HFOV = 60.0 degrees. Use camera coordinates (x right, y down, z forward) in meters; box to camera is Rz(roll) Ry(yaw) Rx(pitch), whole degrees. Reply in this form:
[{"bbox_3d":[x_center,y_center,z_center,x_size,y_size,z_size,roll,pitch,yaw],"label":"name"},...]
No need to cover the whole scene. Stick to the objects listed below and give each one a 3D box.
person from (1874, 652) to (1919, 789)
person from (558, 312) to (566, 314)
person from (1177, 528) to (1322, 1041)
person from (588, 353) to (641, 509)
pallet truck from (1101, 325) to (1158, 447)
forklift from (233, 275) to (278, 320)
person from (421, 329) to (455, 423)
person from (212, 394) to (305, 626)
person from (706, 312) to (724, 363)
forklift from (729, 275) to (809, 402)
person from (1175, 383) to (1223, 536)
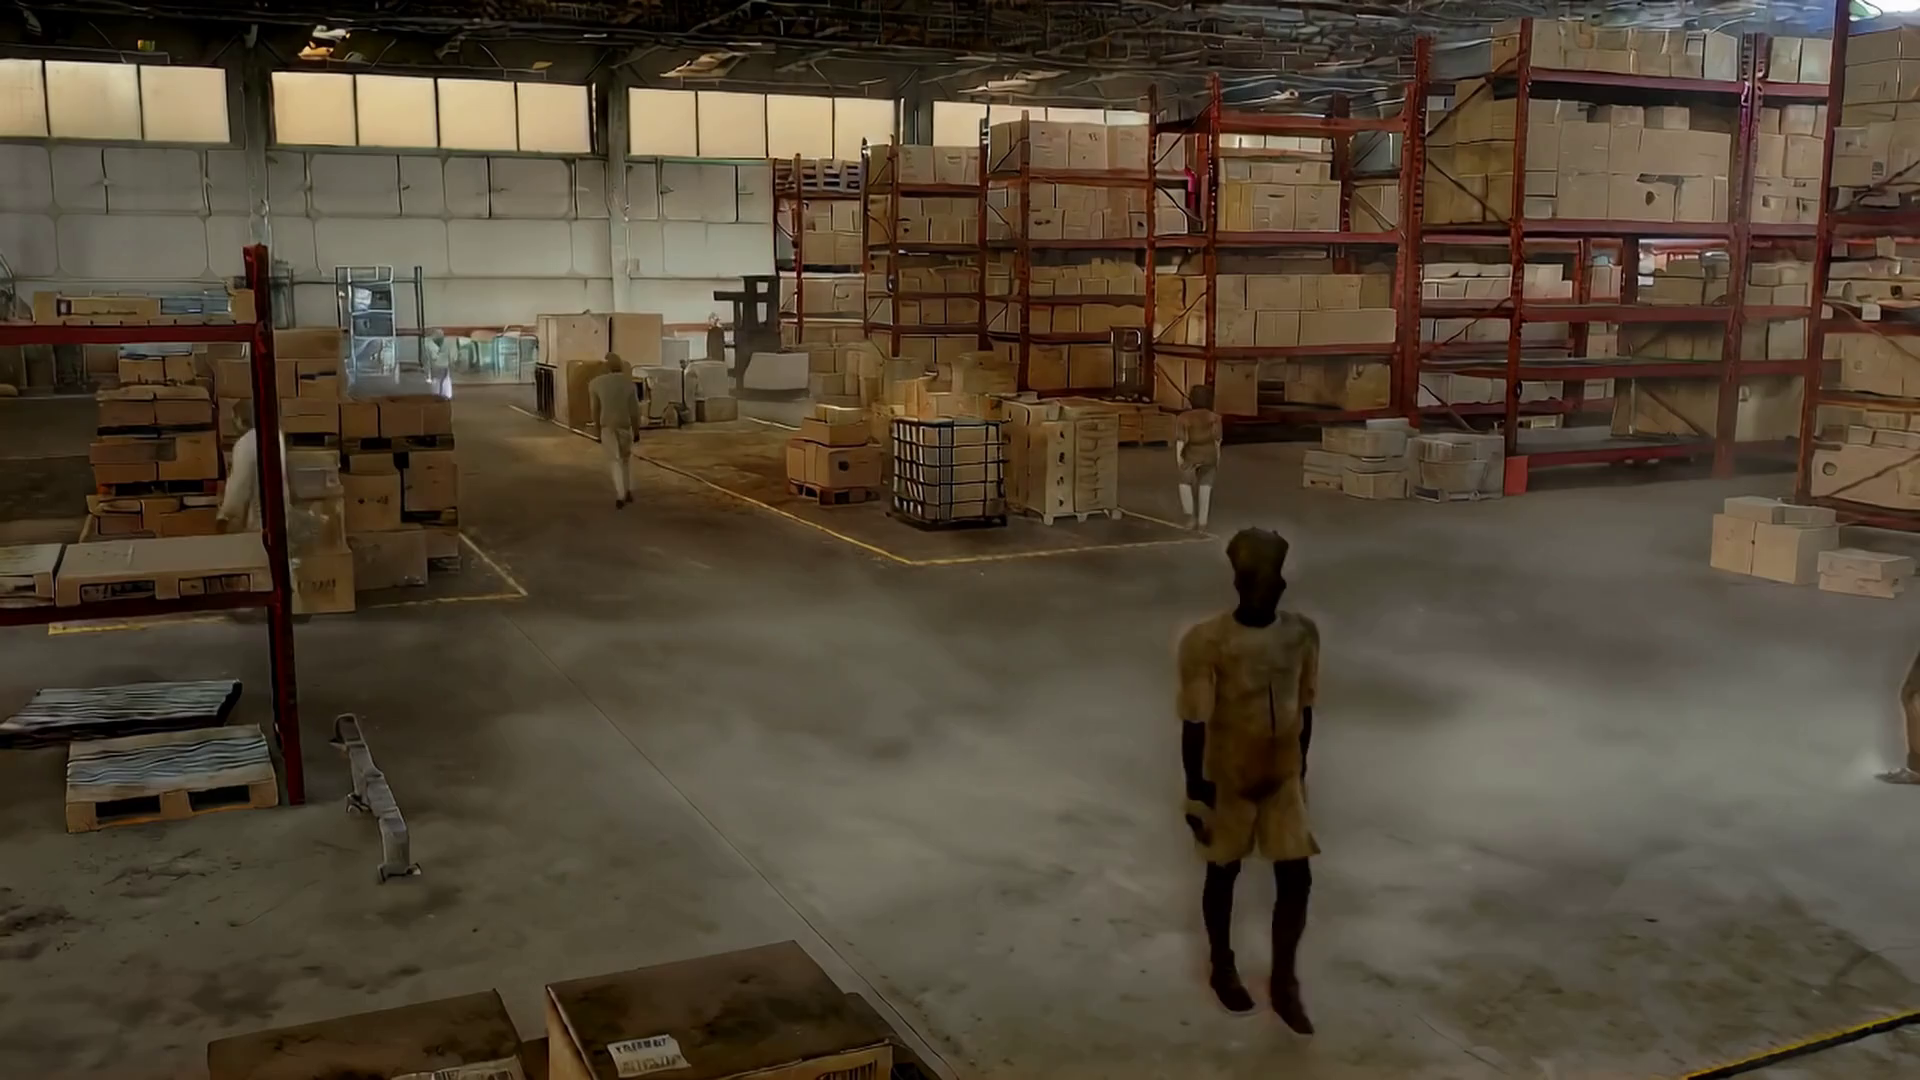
[{"bbox_3d":[5.426,0.495,9.200,0.581,1.847,0.498,-6,11,-31],"label":"person"},{"bbox_3d":[-9.620,-4.556,40.271,0.373,1.934,0.552,0,9,-1],"label":"person"},{"bbox_3d":[1.126,0.922,6.259,0.617,1.936,0.739,-3,10,-16],"label":"person"},{"bbox_3d":[-4.273,-1.366,20.623,0.631,1.884,0.948,-2,9,-12],"label":"person"},{"bbox_3d":[2.881,-2.596,27.923,0.823,1.965,1.885,-1,9,-7],"label":"pallet truck"},{"bbox_3d":[-16.138,-4.704,38.269,1.129,2.768,1.873,-4,10,-25],"label":"forklift"},{"bbox_3d":[-10.062,-3.156,31.966,0.611,1.817,0.868,-8,12,-42],"label":"person"},{"bbox_3d":[-5.795,-0.225,13.509,0.880,1.895,0.617,-1,9,-5],"label":"person"},{"bbox_3d":[-5.523,-4.122,37.401,0.395,1.994,0.612,4,10,22],"label":"person"},{"bbox_3d":[-4.423,-4.560,37.377,1.873,2.768,1.129,6,11,34],"label":"forklift"},{"bbox_3d":[2.614,-0.874,18.207,0.540,1.686,0.355,-1,9,-5],"label":"person"}]
